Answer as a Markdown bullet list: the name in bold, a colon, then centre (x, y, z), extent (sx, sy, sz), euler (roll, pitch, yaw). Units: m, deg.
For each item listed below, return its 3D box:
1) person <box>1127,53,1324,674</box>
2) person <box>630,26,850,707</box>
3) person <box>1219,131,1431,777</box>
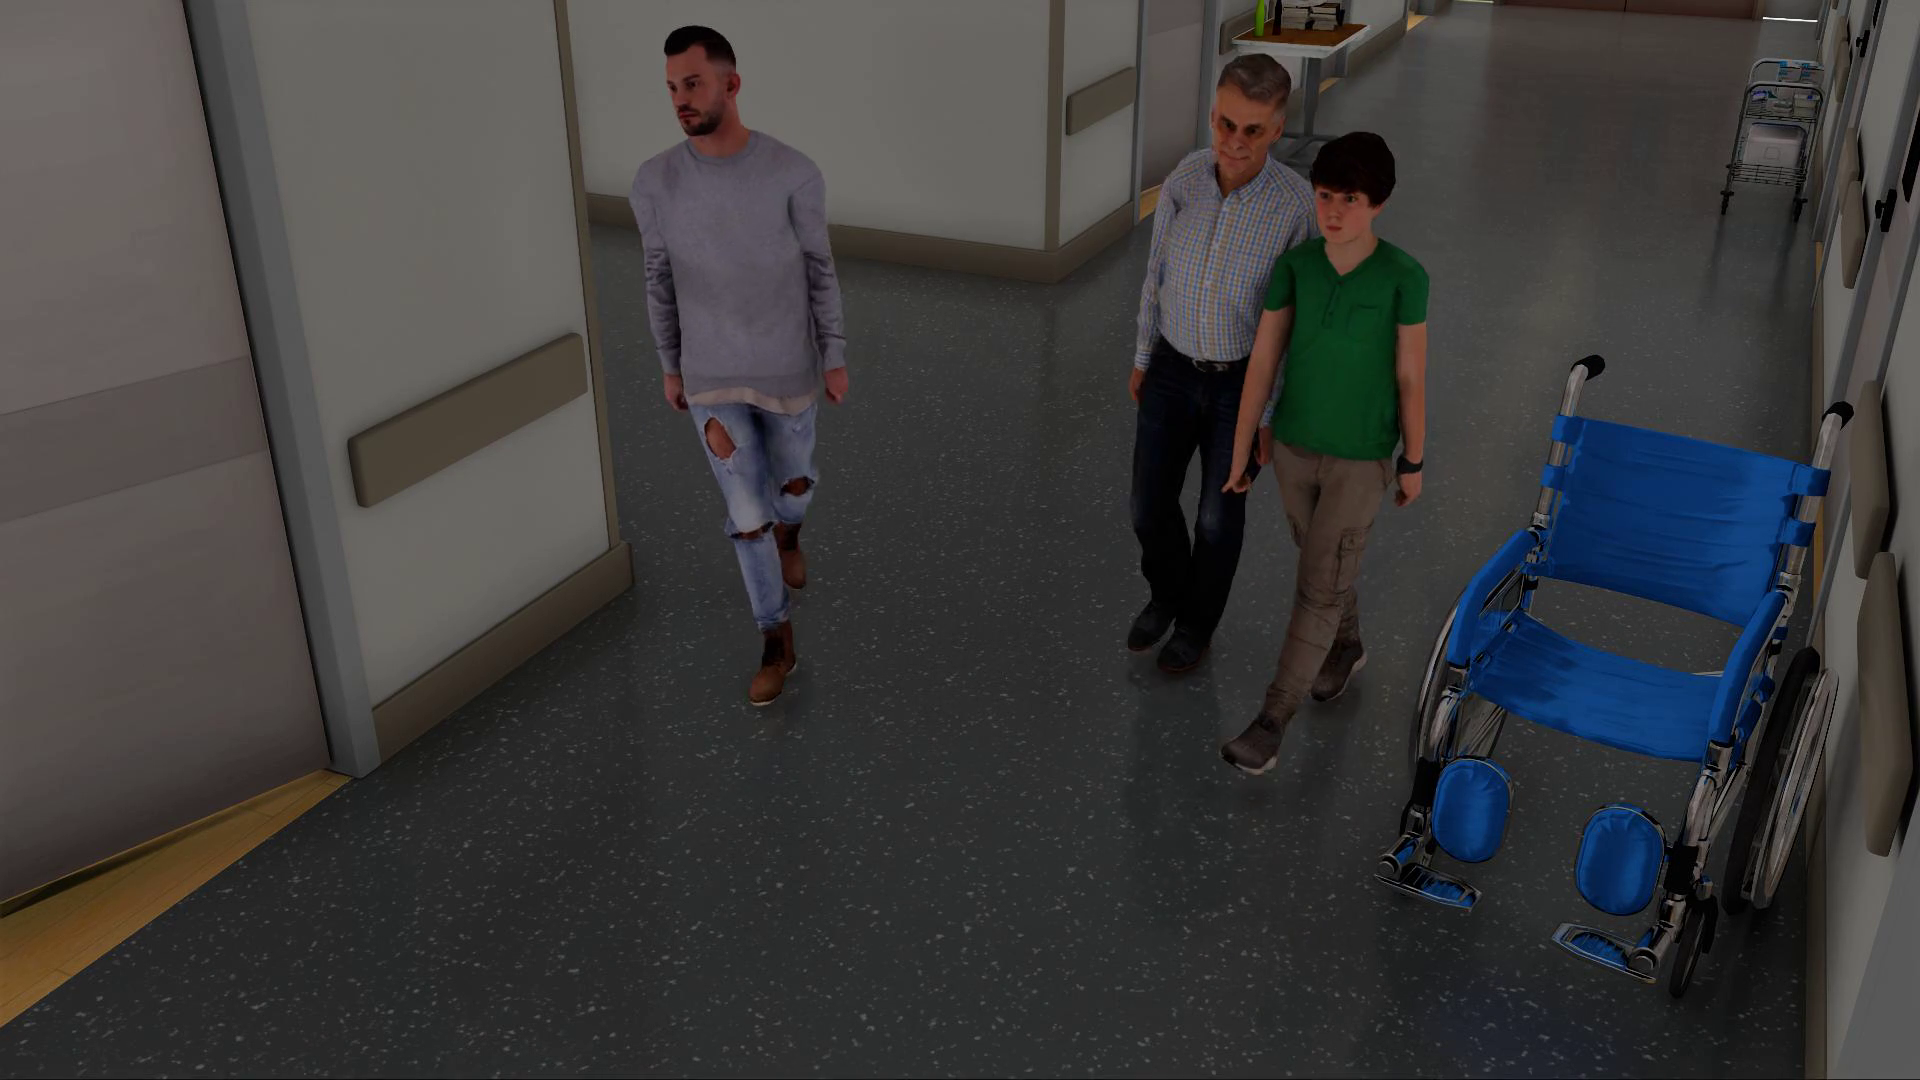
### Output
- **person**: centre (0.754, -0.453, 4.586), extent (0.764, 1.784, 0.694), euler (19, 32, 34)
- **person**: centre (-0.585, -0.497, 4.659), extent (1.048, 1.800, 1.224), euler (-4, 26, -7)
- **person**: centre (0.998, -0.236, 4.341), extent (0.758, 1.606, 1.160), euler (18, 31, 33)
